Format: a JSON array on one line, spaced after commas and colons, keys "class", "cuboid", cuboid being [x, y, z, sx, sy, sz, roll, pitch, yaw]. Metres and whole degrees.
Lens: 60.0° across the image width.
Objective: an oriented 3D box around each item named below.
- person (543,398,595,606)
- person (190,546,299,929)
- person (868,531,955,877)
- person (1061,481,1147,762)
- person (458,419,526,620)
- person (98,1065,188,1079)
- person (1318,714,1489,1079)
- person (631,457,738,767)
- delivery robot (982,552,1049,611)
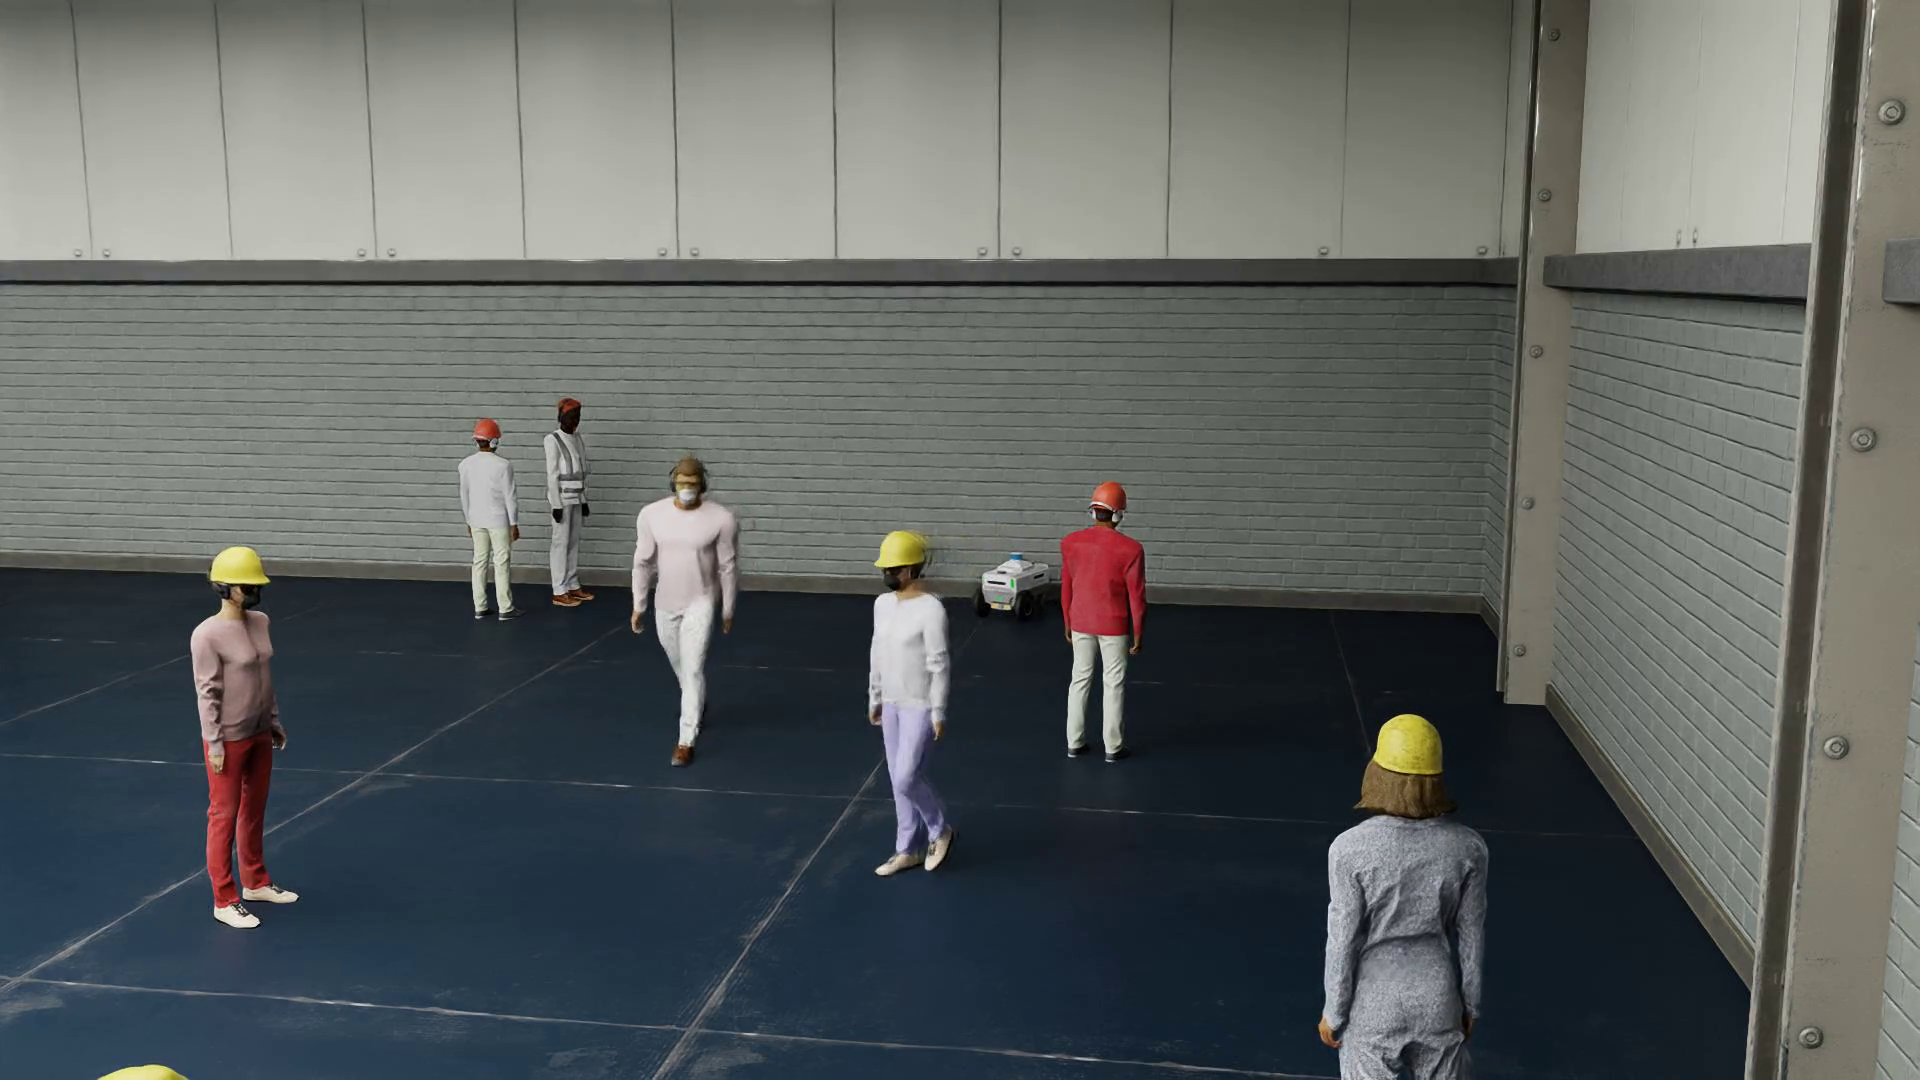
[{"class": "person", "cuboid": [-3.561, -0.351, 15.134, 0.353, 1.886, 0.572, 2, 9, 13]}, {"class": "person", "cuboid": [-3.340, 0.904, 7.766, 0.317, 1.769, 0.524, 2, 9, 11]}, {"class": "person", "cuboid": [-0.280, 0.822, 8.275, 0.358, 1.754, 0.544, -8, 12, -40]}, {"class": "person", "cuboid": [0.893, 0.504, 10.308, 0.568, 1.746, 0.343, 5, 10, 27]}, {"class": "person", "cuboid": [-4.070, -0.179, 14.469, 0.561, 1.756, 0.318, 3, 10, 21]}, {"class": "person", "cuboid": [-1.248, 1.706, 2.635, 0.403, 1.834, 0.597, -2, 9, -12]}, {"class": "person", "cuboid": [1.304, 1.373, 4.946, 0.493, 1.742, 0.322, -1, 9, -7]}, {"class": "person", "cuboid": [-1.710, 0.395, 10.540, 0.637, 1.897, 1.015, 1, 9, 5]}, {"class": "delivery robot", "cuboid": [0.493, 0.350, 14.616, 0.477, 0.478, 0.707, 5, 11, 30]}]
